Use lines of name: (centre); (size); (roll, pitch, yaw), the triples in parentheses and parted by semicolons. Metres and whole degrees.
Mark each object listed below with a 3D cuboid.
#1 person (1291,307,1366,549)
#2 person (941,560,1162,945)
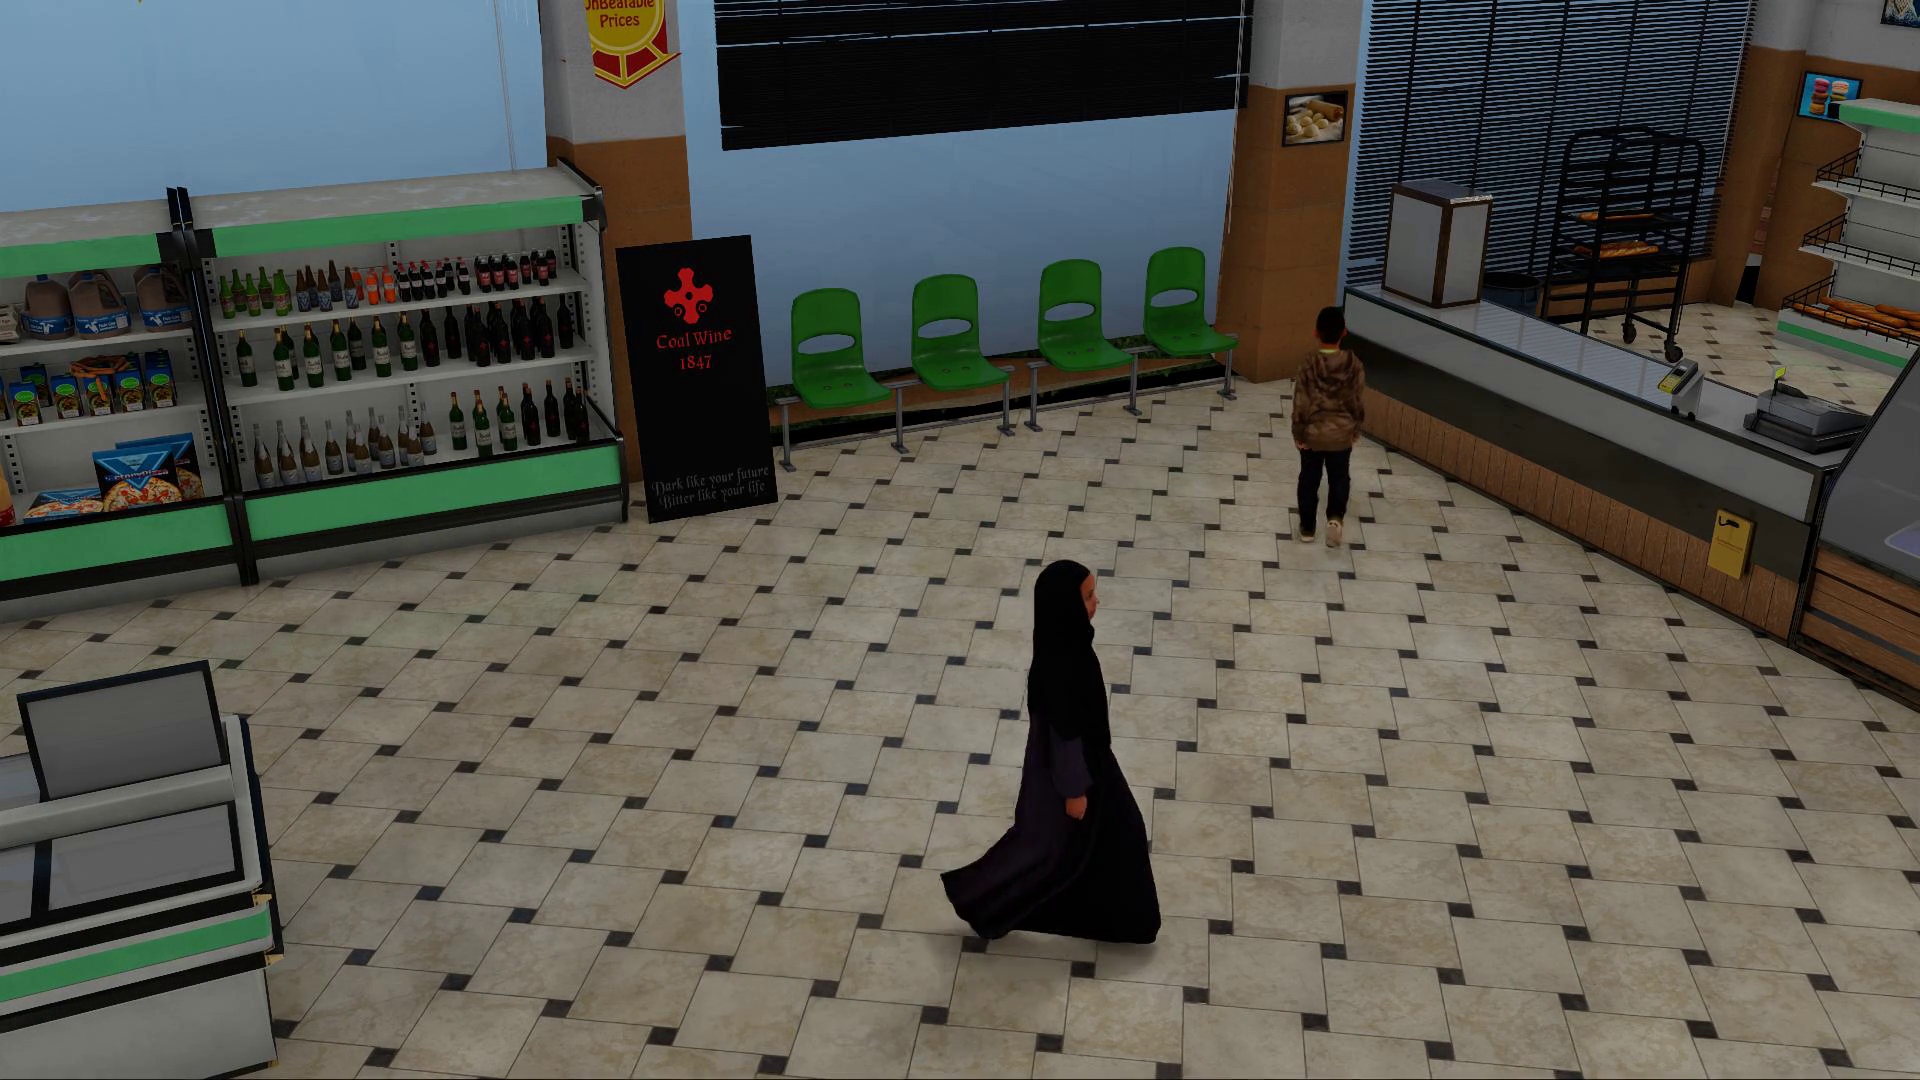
person: (2.158, -0.625, 9.749); (0.809, 1.446, 0.830); (2, 24, 4)
person: (0.323, 0.833, 6.236); (1.148, 1.592, 1.020); (6, 24, 13)
